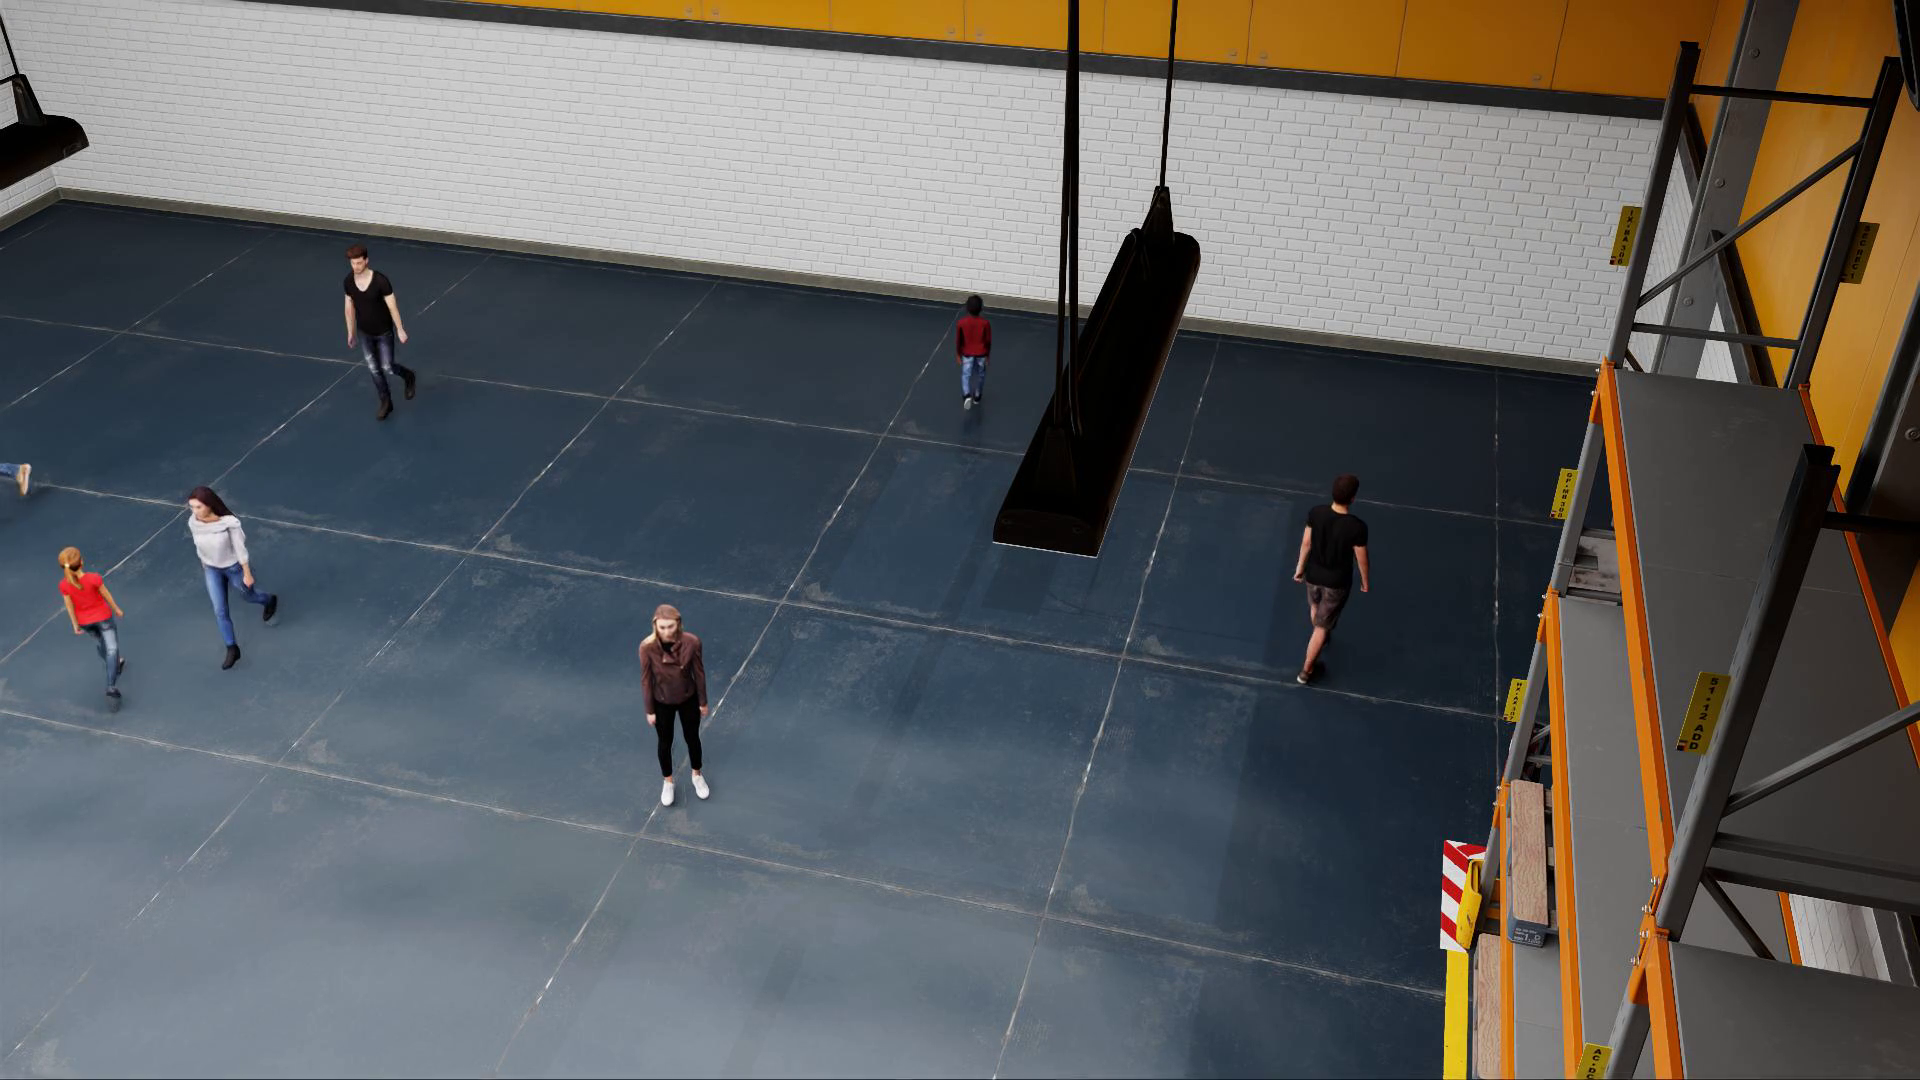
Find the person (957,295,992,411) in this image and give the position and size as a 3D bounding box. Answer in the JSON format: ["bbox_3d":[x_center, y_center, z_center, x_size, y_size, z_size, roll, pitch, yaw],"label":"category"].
[{"bbox_3d":[0.145,-1.898,16.985,0.602,1.244,0.777,1,34,1],"label":"person"}]

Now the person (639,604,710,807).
[{"bbox_3d":[-2.046,1.159,11.970,0.676,1.704,0.672,-8,34,-12],"label":"person"}]

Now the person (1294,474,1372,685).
[{"bbox_3d":[2.847,0.340,13.082,0.963,1.836,1.152,23,40,31],"label":"person"}]

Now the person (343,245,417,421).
[{"bbox_3d":[-5.849,-2.153,16.795,0.743,1.878,0.852,7,34,10],"label":"person"}]

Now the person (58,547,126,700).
[{"bbox_3d":[-6.812,0.663,13.089,0.735,1.290,0.940,-6,34,-9],"label":"person"}]

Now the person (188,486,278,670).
[{"bbox_3d":[-5.891,0.208,13.500,0.711,1.594,1.094,3,34,5],"label":"person"}]
